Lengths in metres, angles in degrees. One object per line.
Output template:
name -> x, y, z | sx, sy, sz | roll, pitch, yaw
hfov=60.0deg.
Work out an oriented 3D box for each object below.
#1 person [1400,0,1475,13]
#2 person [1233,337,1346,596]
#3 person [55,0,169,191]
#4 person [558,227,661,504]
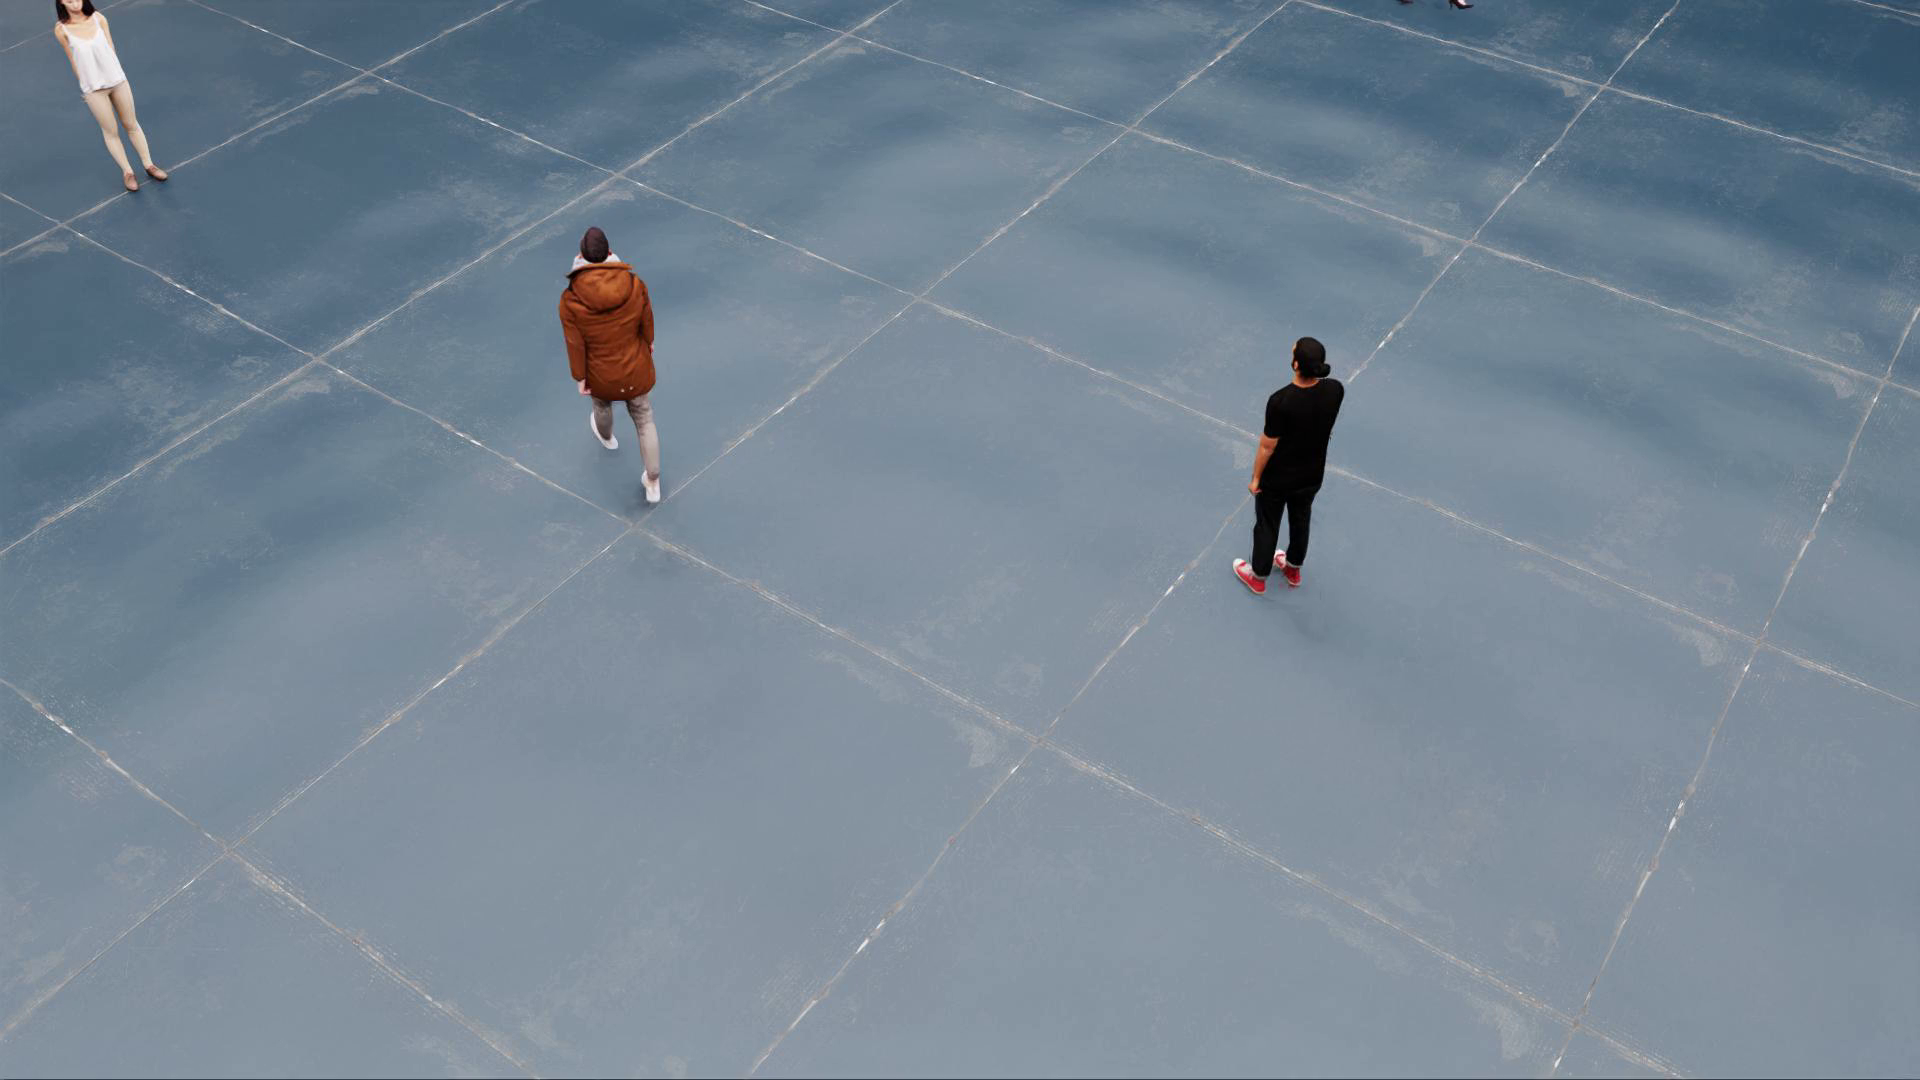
person -> 4.217, -5.642, 15.005 | 0.750, 1.712, 1.060 | -34, 53, -31
person -> 1.884, -0.403, 9.361 | 0.731, 1.758, 0.756 | -16, 45, -16
person -> -6.586, -3.517, 12.773 | 0.569, 1.653, 0.624 | 26, 49, 25
person -> -2.029, -0.978, 9.952 | 1.060, 1.791, 1.214 | -16, 46, -17
